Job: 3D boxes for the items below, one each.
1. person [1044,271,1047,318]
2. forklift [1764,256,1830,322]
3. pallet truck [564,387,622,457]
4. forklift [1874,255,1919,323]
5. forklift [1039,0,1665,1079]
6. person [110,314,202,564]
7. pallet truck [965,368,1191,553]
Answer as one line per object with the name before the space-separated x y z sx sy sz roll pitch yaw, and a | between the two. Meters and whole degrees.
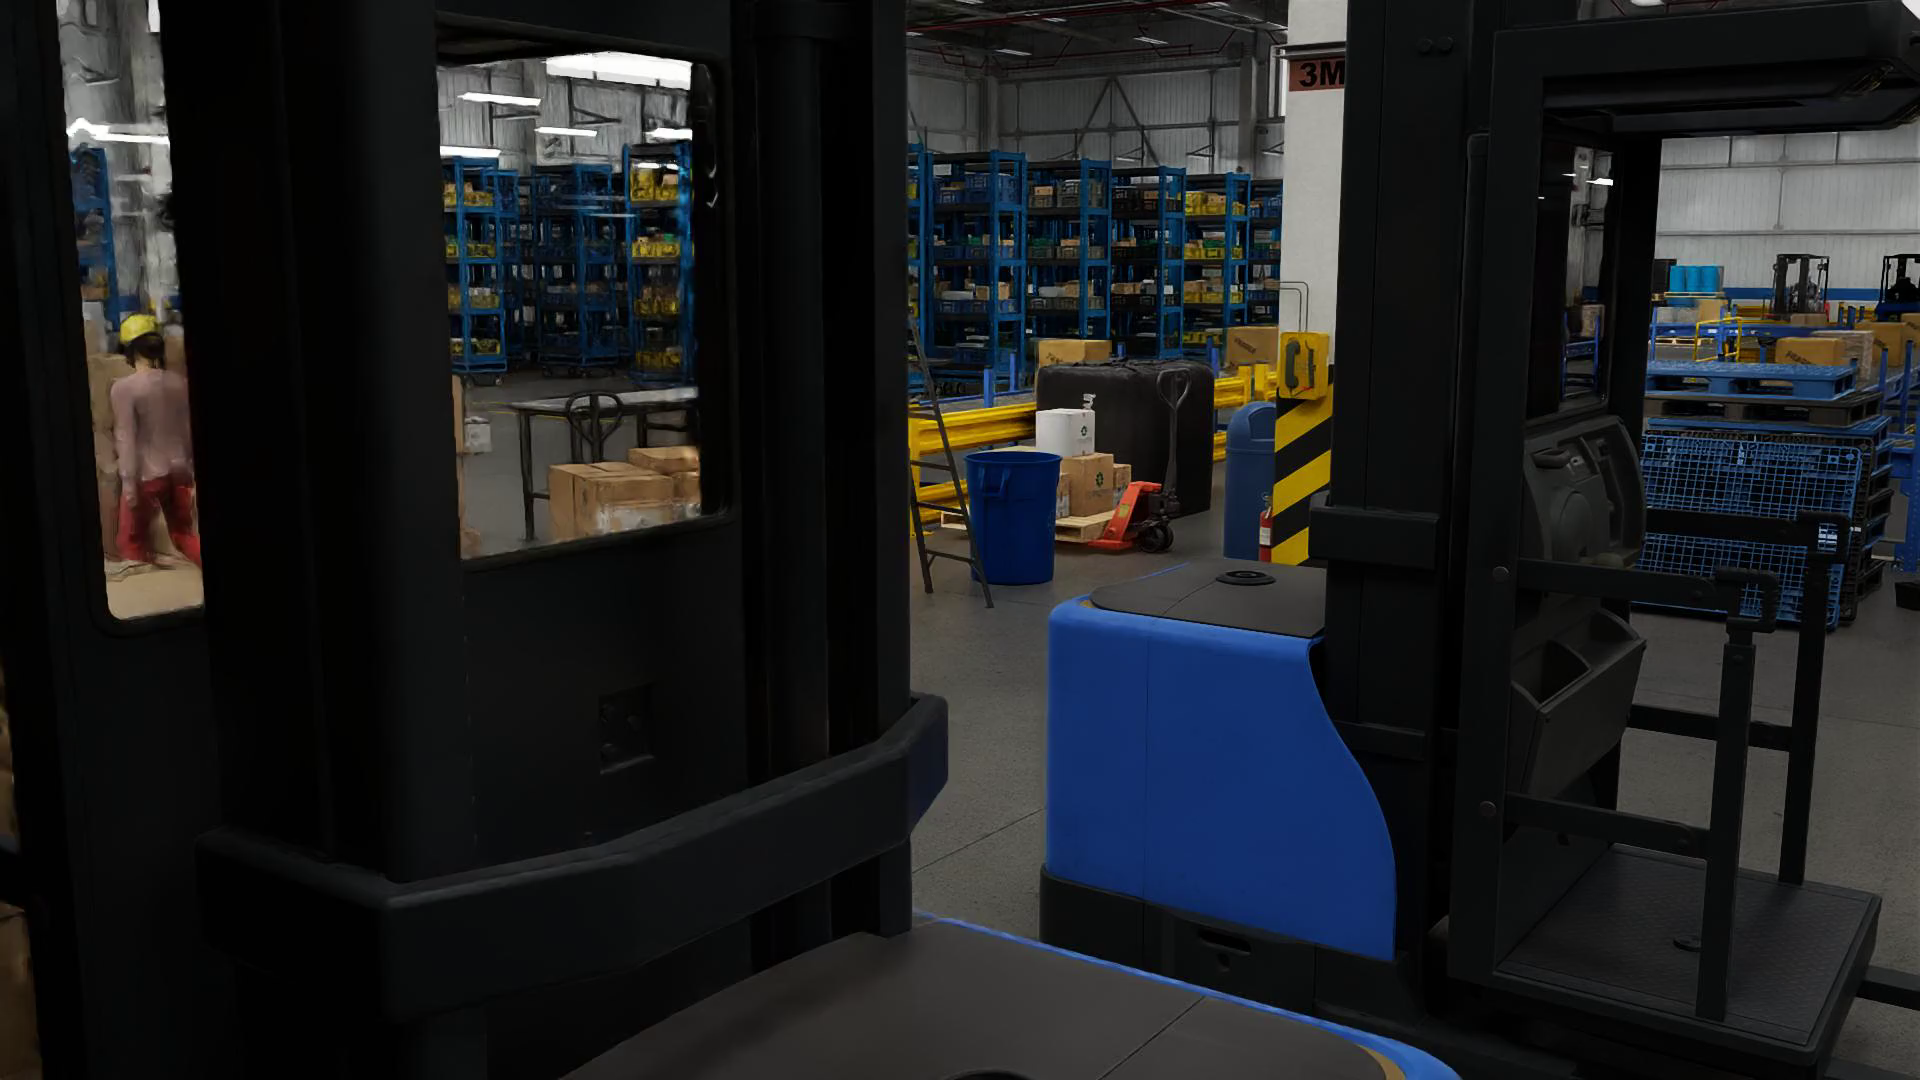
person | 1.952 -5.575 39.936 0.404 1.818 0.605 -5 11 -29
forklift | 20.253 -5.854 40.139 1.157 1.987 2.680 7 12 35
pallet truck | -1.981 -0.274 10.088 0.680 1.201 1.601 -5 11 -28
forklift | 22.089 -5.634 38.796 1.157 1.987 2.680 6 11 33
forklift | 1.249 -0.137 4.360 1.873 2.768 1.129 7 12 35
person | -4.434 -0.390 9.284 0.779 1.735 0.538 3 10 18
pallet truck | 0.845 -0.609 11.869 1.630 1.274 0.653 7 12 35
